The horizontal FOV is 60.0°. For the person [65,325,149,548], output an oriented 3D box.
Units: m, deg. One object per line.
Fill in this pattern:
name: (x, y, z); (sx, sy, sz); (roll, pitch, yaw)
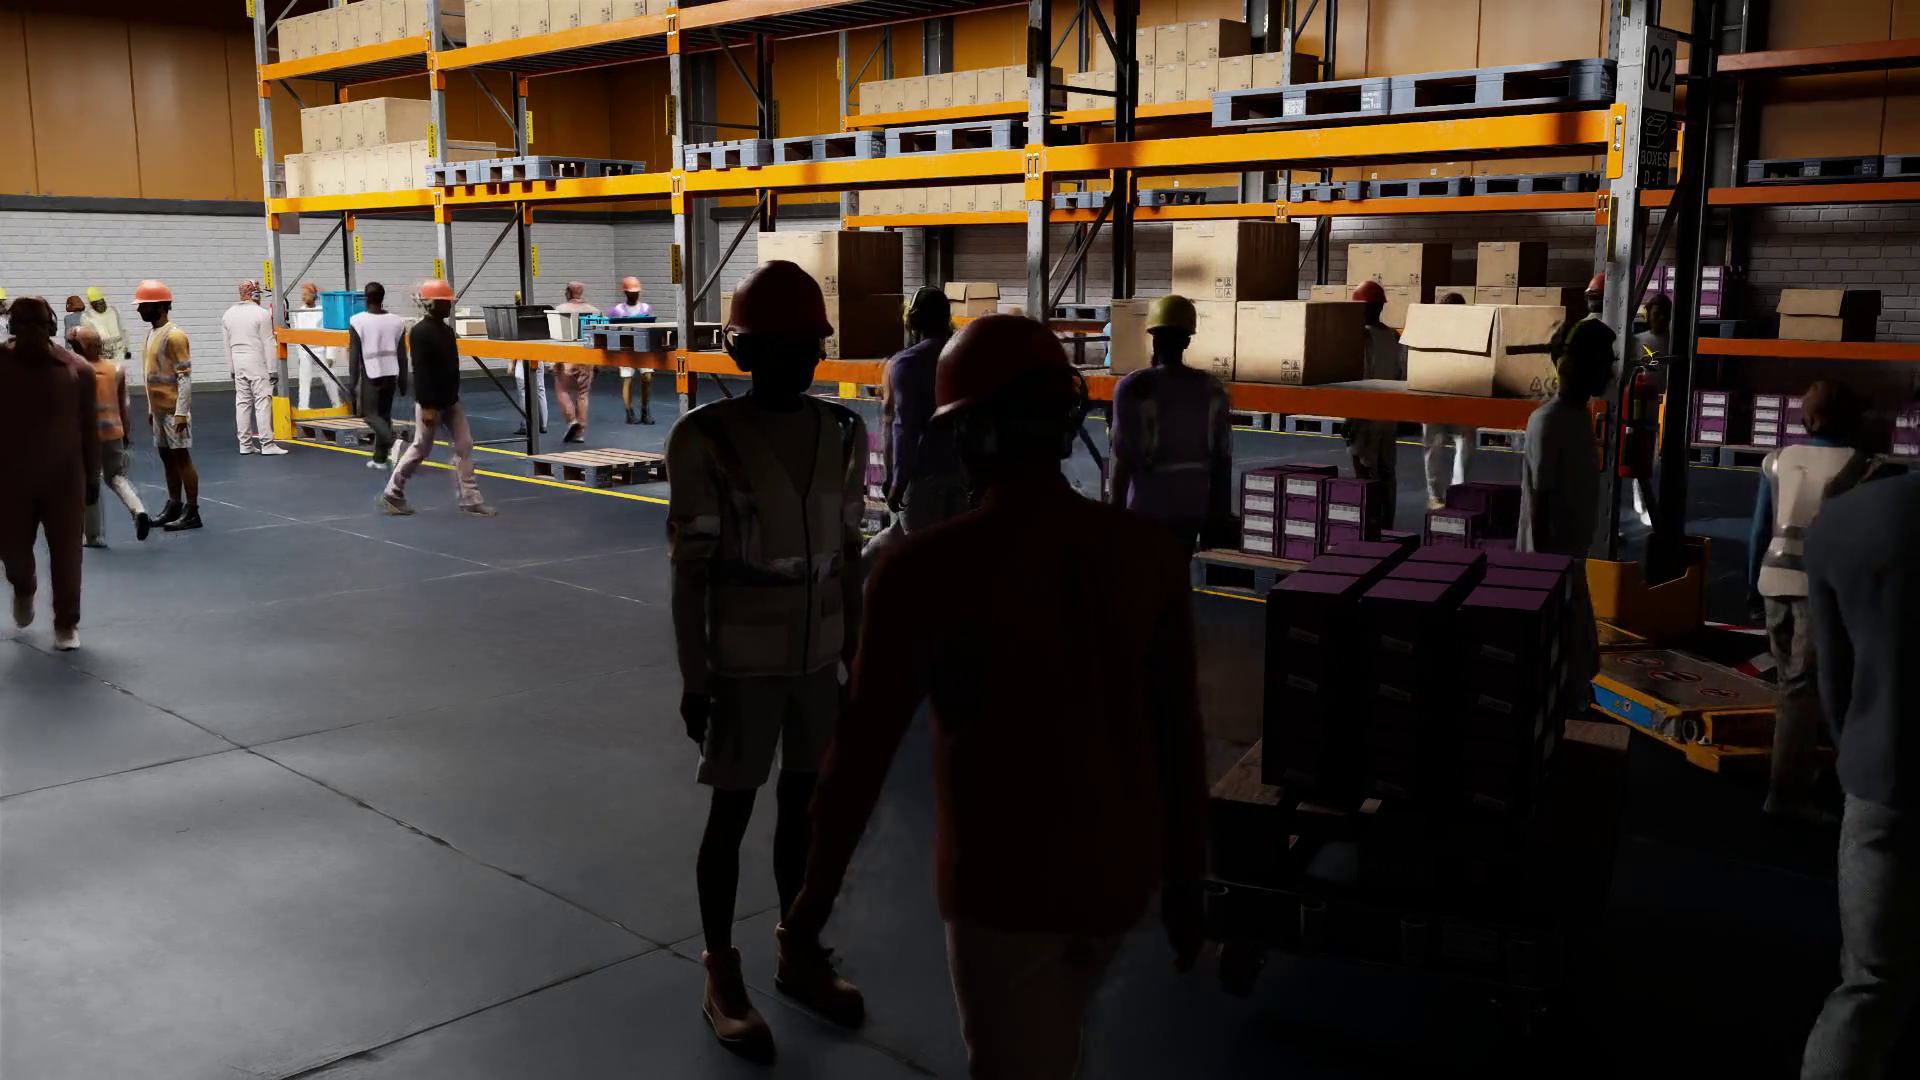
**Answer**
person: (-6.184, -0.737, 11.980); (0.541, 1.621, 0.517); (5, 11, 30)

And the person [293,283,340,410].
person: (-8.510, -2.464, 21.963); (0.588, 1.835, 1.010); (2, 9, 10)

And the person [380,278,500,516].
person: (-4.321, -1.154, 13.560); (0.986, 1.959, 0.630); (2, 9, 12)

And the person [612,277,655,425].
person: (-4.190, -2.427, 21.466); (0.576, 1.912, 0.694); (-6, 11, -32)

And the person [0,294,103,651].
person: (-4.937, -0.366, 8.905); (0.655, 1.891, 0.589); (-5, 11, -30)

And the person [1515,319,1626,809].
person: (2.196, 0.100, 6.193); (0.565, 1.844, 0.534); (6, 11, 34)

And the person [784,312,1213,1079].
person: (0.071, 0.584, 2.930); (0.660, 1.934, 0.928); (-6, 11, -34)

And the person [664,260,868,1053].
person: (-0.466, 0.298, 4.376); (0.609, 2.043, 0.397); (-8, 12, -40)

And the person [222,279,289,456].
person: (-7.654, -1.865, 18.055); (0.642, 1.910, 0.401); (4, 10, 22)

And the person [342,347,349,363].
person: (-8.341, -2.608, 23.221); (0.505, 1.708, 0.951); (1, 9, 6)

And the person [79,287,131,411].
person: (-11.716, -2.584, 22.897); (0.651, 1.772, 0.771); (-8, 12, -42)

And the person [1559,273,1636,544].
person: (4.688, -0.962, 12.256); (0.400, 1.989, 0.623); (-7, 12, -36)

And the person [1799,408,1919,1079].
person: (1.965, 0.557, 3.355); (0.959, 1.880, 0.639); (-9, 13, -44)

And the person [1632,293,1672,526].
person: (5.564, -1.067, 13.377); (0.514, 1.844, 0.827); (0, 9, 2)

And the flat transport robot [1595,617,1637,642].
flat transport robot: (2.745, 0.552, 8.241); (1.431, 0.197, 0.652); (-2, 9, -9)

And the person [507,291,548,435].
person: (-5.296, -2.164, 20.345); (0.523, 1.760, 0.328); (-9, 13, -44)

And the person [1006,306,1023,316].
person: (0.604, -1.929, 19.428); (0.503, 1.585, 0.842); (-5, 10, -28)

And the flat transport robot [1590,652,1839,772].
flat transport robot: (3.187, 0.708, 7.281); (0.652, 0.197, 1.431); (-2, 9, -9)

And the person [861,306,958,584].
person: (-0.295, -0.449, 9.431); (0.845, 1.897, 0.592); (6, 11, 34)

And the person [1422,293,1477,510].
person: (4.049, -1.129, 13.802); (0.626, 1.825, 0.480); (0, 9, -3)

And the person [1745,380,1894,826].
person: (3.239, 0.228, 6.130); (0.685, 1.606, 0.694); (-4, 10, -24)

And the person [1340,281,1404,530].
person: (3.037, -0.962, 12.433); (0.551, 1.932, 0.378); (-7, 12, -37)

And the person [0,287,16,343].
person: (-11.332, -2.087, 19.645); (0.403, 1.833, 0.586); (3, 10, 19)

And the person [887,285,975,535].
person: (-0.126, -0.327, 8.531); (0.353, 1.936, 0.635); (8, 12, 41)

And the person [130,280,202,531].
person: (-6.155, -1.034, 12.869); (0.548, 1.937, 0.379); (8, 12, 41)

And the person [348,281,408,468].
person: (-5.800, -1.634, 16.662); (0.735, 1.901, 0.603); (8, 12, 41)

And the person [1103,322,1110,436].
person: (1.920, -2.066, 19.953); (0.320, 1.694, 0.534); (-7, 11, -35)

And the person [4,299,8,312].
person: (-14.437, -2.990, 24.544); (0.536, 2.000, 0.688); (8, 13, 42)

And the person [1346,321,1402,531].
person: (3.091, -0.816, 12.437); (0.515, 1.641, 0.314); (-7, 11, -35)

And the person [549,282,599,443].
person: (-4.463, -2.058, 19.362); (0.697, 1.871, 0.497); (-6, 11, -33)

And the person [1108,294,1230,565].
person: (0.933, -0.133, 7.432); (0.607, 1.905, 0.493); (-4, 10, -24)

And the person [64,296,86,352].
person: (-13.145, -2.828, 24.830); (0.280, 1.624, 0.493); (2, 10, 14)
